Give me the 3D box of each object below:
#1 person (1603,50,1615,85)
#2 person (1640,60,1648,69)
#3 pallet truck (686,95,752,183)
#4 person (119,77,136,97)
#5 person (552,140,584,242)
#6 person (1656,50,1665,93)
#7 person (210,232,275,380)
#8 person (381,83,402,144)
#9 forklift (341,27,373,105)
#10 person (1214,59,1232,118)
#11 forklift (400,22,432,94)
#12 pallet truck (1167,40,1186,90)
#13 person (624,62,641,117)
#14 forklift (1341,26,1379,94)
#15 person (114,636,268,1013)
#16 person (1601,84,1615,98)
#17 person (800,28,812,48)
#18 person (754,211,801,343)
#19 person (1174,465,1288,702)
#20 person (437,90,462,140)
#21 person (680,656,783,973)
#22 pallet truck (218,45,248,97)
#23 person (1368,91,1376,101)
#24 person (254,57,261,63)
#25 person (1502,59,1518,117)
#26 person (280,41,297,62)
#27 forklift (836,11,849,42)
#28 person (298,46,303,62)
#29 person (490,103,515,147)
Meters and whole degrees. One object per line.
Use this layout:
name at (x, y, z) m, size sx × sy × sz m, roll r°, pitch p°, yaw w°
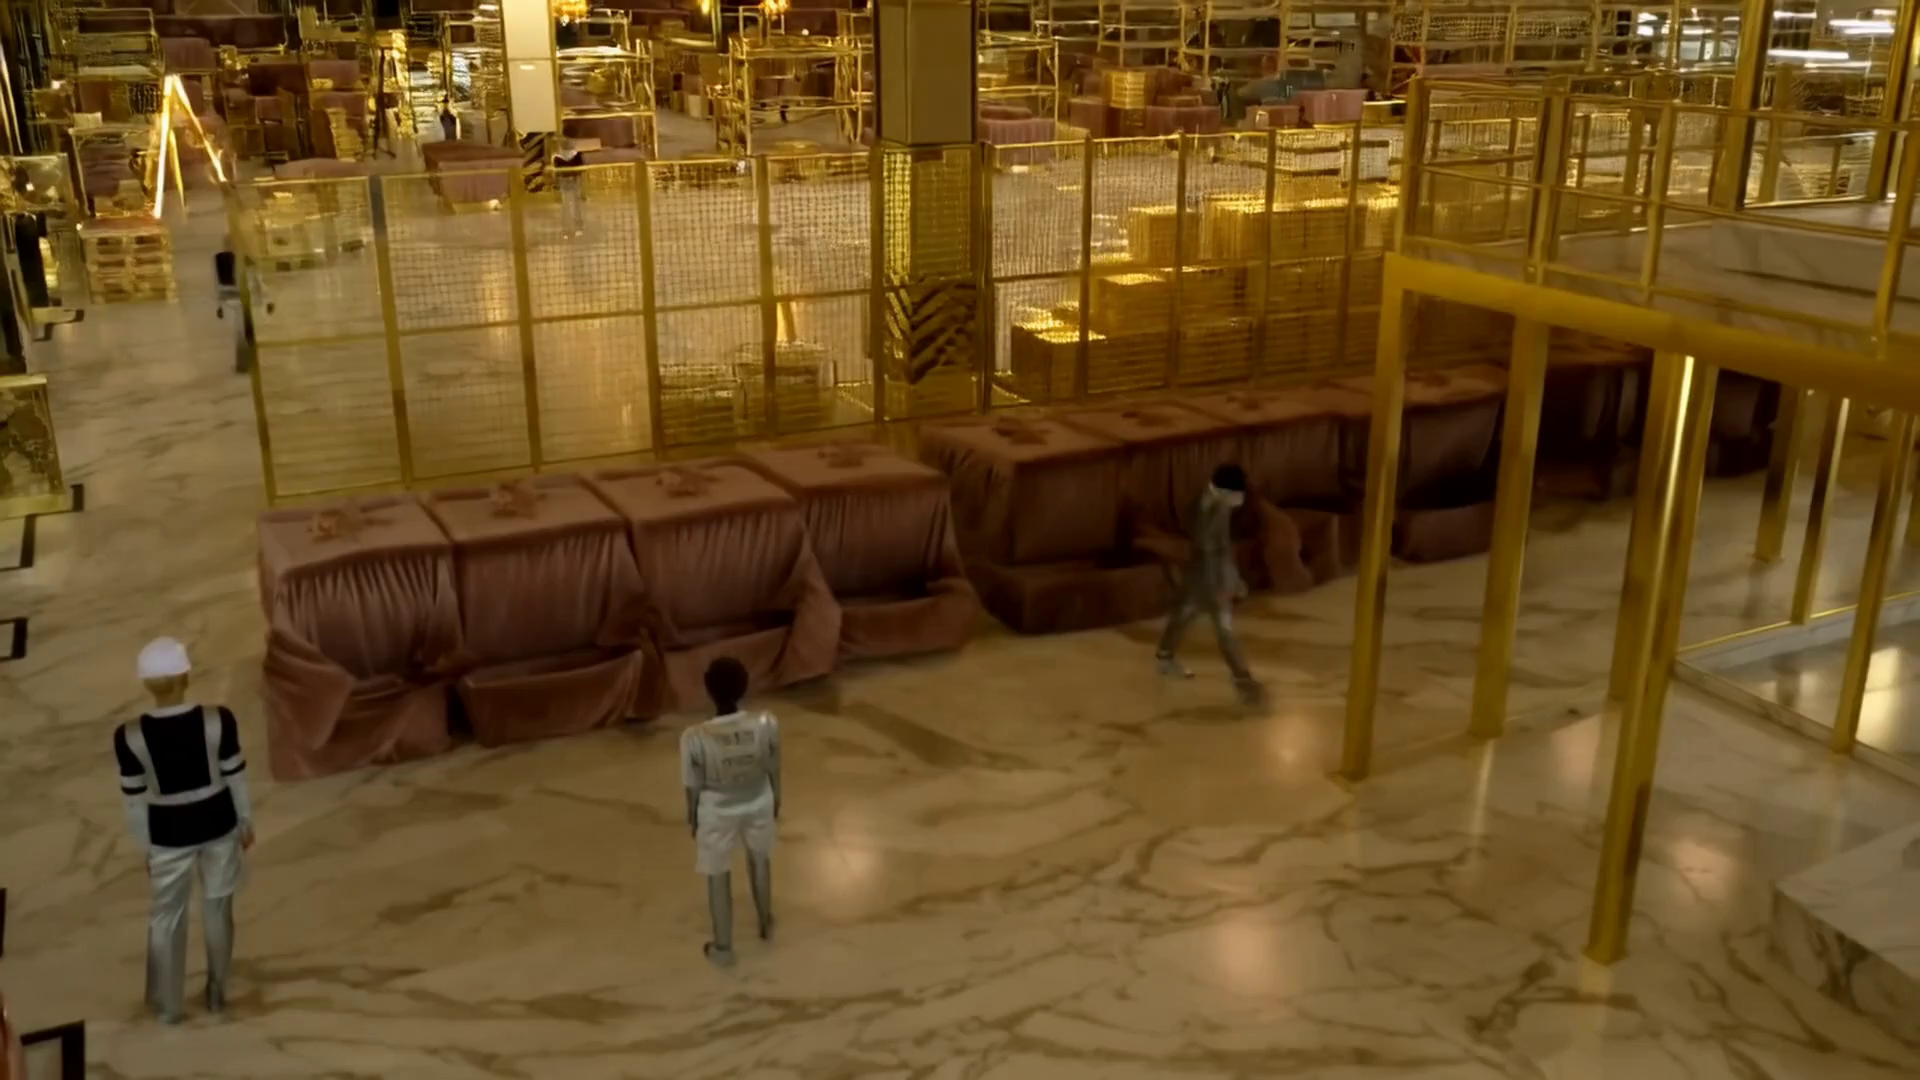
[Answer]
person at (26.527, -19.163, 68.013) m, size 0.532 × 1.694 × 0.319 m, roll -9°, pitch 21°, yaw -25°
person at (23.107, -15.273, 56.378) m, size 0.542 × 1.931 × 0.366 m, roll -9°, pitch 21°, yaw -25°
pallet truck at (-5.836, -9.608, 39.856) m, size 0.823 × 1.965 × 1.885 m, roll 10°, pitch 22°, yaw 27°
person at (-26.186, -13.719, 52.346) m, size 0.534 × 1.623 × 0.537 m, roll -12°, pitch 22°, yaw -30°
person at (-7.370, -6.623, 31.414) m, size 0.570 × 1.869 × 1.030 m, roll 0°, pitch 19°, yaw -1°
person at (28.563, -19.096, 67.830) m, size 0.574 × 1.688 × 0.324 m, roll -8°, pitch 20°, yaw -21°
person at (-8.964, -2.971, 20.921) m, size 0.648 × 1.800 × 0.926 m, roll 6°, pitch 20°, yaw 16°
person at (-16.512, -12.381, 48.278) m, size 0.484 × 1.744 × 0.295 m, roll -9°, pitch 21°, yaw -25°
forklift at (-22.275, -17.346, 60.954) m, size 1.873 × 2.768 × 1.129 m, roll -9°, pitch 21°, yaw -25°
person at (8.930, -15.364, 56.596) m, size 0.602 × 1.960 × 0.368 m, roll -9°, pitch 21°, yaw -25°
forklift at (-22.216, -19.151, 66.187) m, size 1.129 × 2.768 × 1.873 m, roll 14°, pitch 23°, yaw 34°
pallet truck at (9.045, -19.971, 69.895) m, size 0.823 × 1.965 × 1.885 m, roll -3°, pitch 19°, yaw -8°
person at (-11.142, -15.429, 56.817) m, size 0.629 × 1.940 × 0.373 m, roll -9°, pitch 21°, yaw -25°
forklift at (14.507, -17.556, 61.562) m, size 1.873 × 2.768 × 1.129 m, roll -9°, pitch 21°, yaw -25°
person at (-3.733, 1.384, 8.094) m, size 0.542 × 1.931 × 0.366 m, roll -9°, pitch 21°, yaw -25°
person at (17.261, -11.236, 44.669) m, size 0.629 × 1.936 × 0.373 m, roll -9°, pitch 21°, yaw -25°
person at (-7.868, -25.137, 84.960) m, size 0.629 × 1.940 × 0.373 m, roll -9°, pitch 21°, yaw -25°
person at (-2.336, -3.200, 21.283) m, size 0.608 × 1.995 × 0.377 m, roll -9°, pitch 21°, yaw -25°
person at (1.869, 0.328, 11.445) m, size 0.870 × 1.723 × 0.553 m, roll 14°, pitch 24°, yaw 35°
person at (-13.728, -11.176, 44.734) m, size 0.543 × 1.777 × 1.005 m, roll -2°, pitch 19°, yaw -7°
person at (-1.147, 1.390, 8.430) m, size 0.532 × 1.696 × 0.319 m, roll -9°, pitch 21°, yaw -25°
pallet truck at (-28.879, -18.665, 66.111) m, size 0.823 × 1.965 × 1.885 m, roll -3°, pitch 19°, yaw -9°
person at (11.213, -11.393, 45.485) m, size 0.532 × 1.696 × 0.319 m, roll -9°, pitch 21°, yaw -25°
person at (-24.806, -16.162, 59.023) m, size 0.573 × 1.887 × 0.356 m, roll -9°, pitch 21°, yaw -25°
person at (18.811, -15.474, 56.998) m, size 0.606 × 1.913 × 0.388 m, roll -9°, pitch 21°, yaw -25°
person at (-28.537, -20.237, 70.761) m, size 0.629 × 1.936 × 0.373 m, roll -9°, pitch 21°, yaw -25°
forklift at (-5.854, -25.022, 83.204) m, size 1.873 × 2.768 × 1.129 m, roll -9°, pitch 21°, yaw -25°
person at (-28.866, -21.143, 73.384) m, size 0.542 × 1.938 × 0.357 m, roll -9°, pitch 21°, yaw -25°
person at (-10.389, -8.961, 37.994) m, size 0.608 × 1.989 × 0.387 m, roll -9°, pitch 21°, yaw -25°
